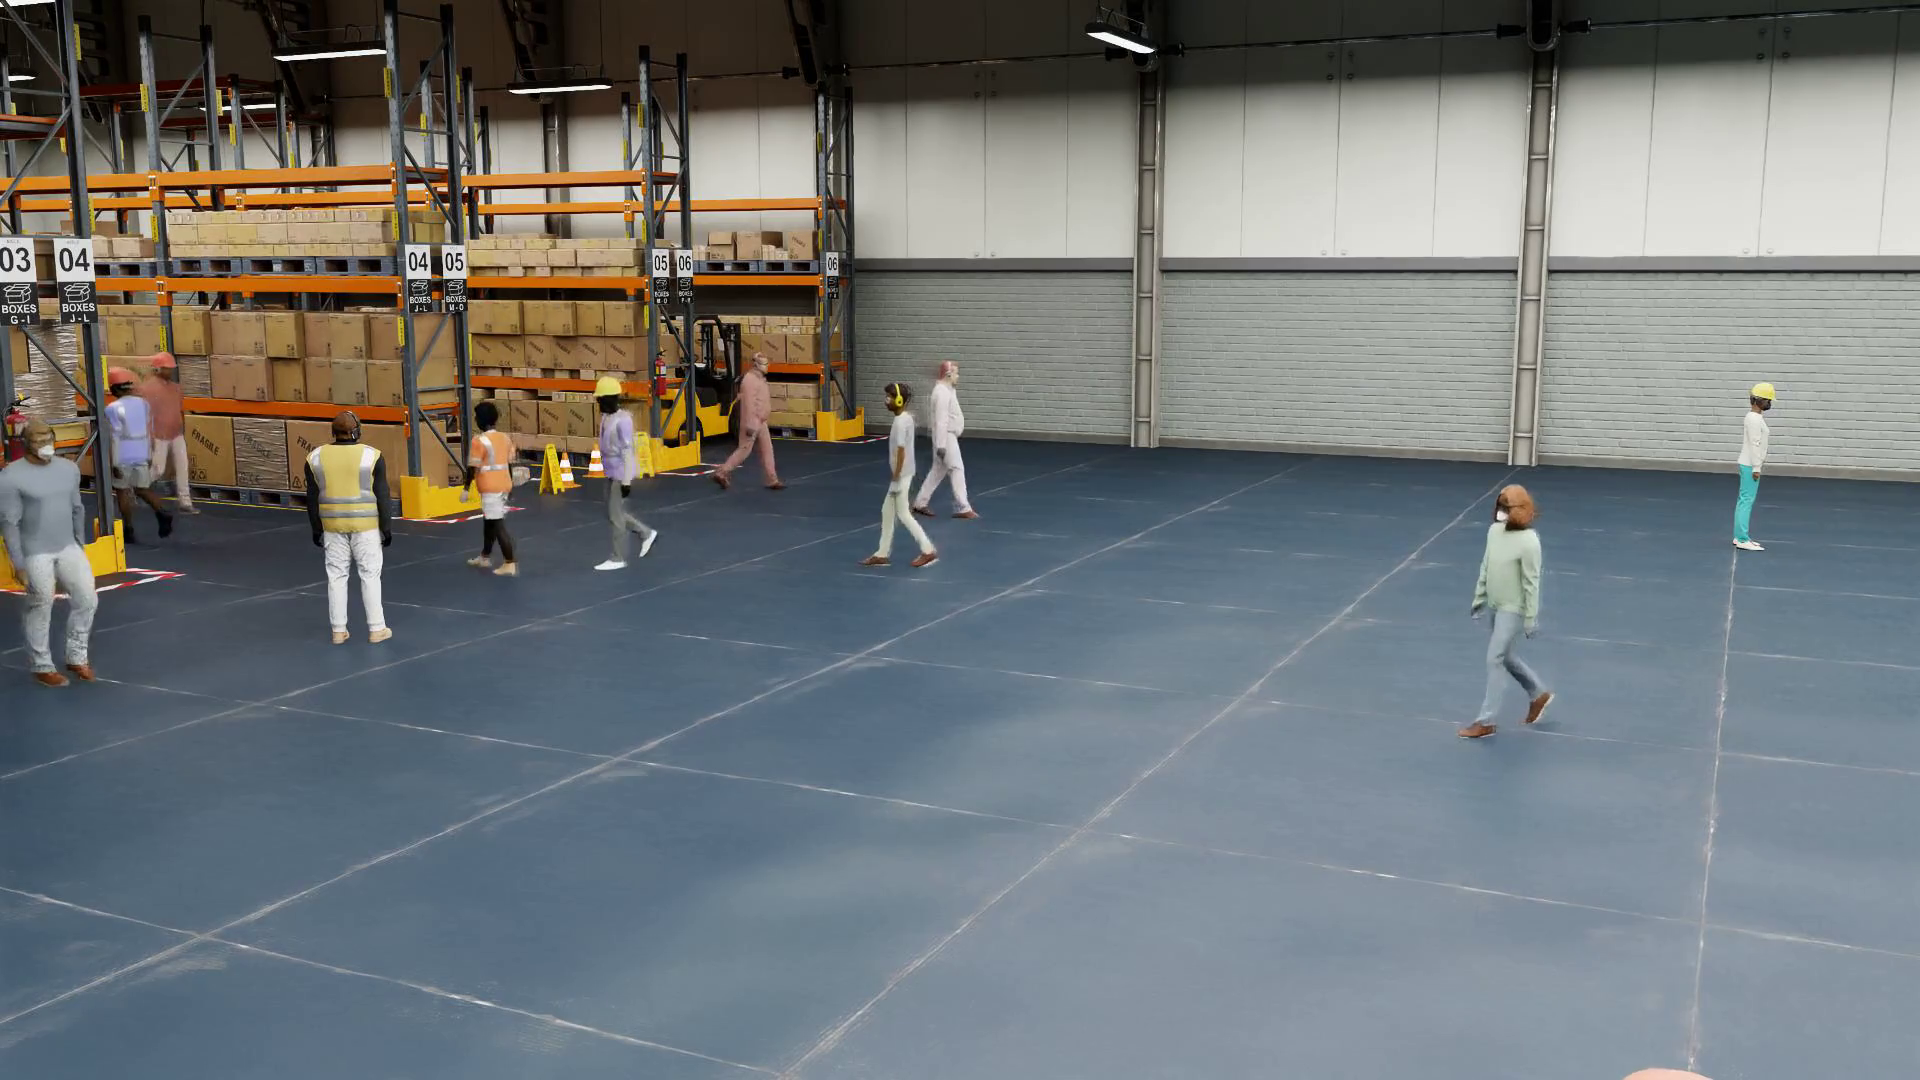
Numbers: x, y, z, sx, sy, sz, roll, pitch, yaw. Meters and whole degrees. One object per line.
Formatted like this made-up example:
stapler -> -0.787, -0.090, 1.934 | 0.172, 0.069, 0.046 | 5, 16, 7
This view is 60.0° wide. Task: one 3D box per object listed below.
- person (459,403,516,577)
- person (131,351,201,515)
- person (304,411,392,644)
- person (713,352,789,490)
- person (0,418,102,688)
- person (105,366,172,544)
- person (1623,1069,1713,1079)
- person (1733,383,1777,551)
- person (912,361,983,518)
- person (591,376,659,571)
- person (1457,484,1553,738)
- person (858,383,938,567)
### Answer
person -> -4.587, -0.481, 16.013 | 0.779, 1.665, 0.552 | 3, 10, 17
person -> -9.567, -1.277, 19.938 | 0.832, 1.972, 0.626 | 4, 10, 21
person -> -4.799, -0.099, 13.127 | 0.637, 1.842, 0.429 | -1, 9, -6
person -> -2.808, -1.579, 22.178 | 0.934, 1.861, 0.691 | 2, 9, 11
person -> -6.332, 0.109, 11.621 | 0.620, 1.915, 0.651 | 5, 10, 26
person -> -8.828, -0.898, 17.778 | 0.641, 1.916, 0.548 | 4, 10, 23
person -> 0.964, 1.634, 2.239 | 0.372, 1.928, 0.543 | 6, 11, 32
person -> 8.371, -0.774, 17.517 | 0.324, 1.763, 0.524 | 3, 10, 20
person -> -0.179, -1.170, 19.721 | 0.872, 1.894, 0.657 | -1, 9, -3
person -> -3.309, -0.662, 16.370 | 0.631, 1.909, 0.593 | -6, 11, -32
person -> 3.495, 0.437, 10.536 | 0.720, 1.610, 0.516 | -2, 9, -10
person -> -0.594, -0.630, 16.403 | 0.795, 1.841, 0.540 | 0, 9, -1
